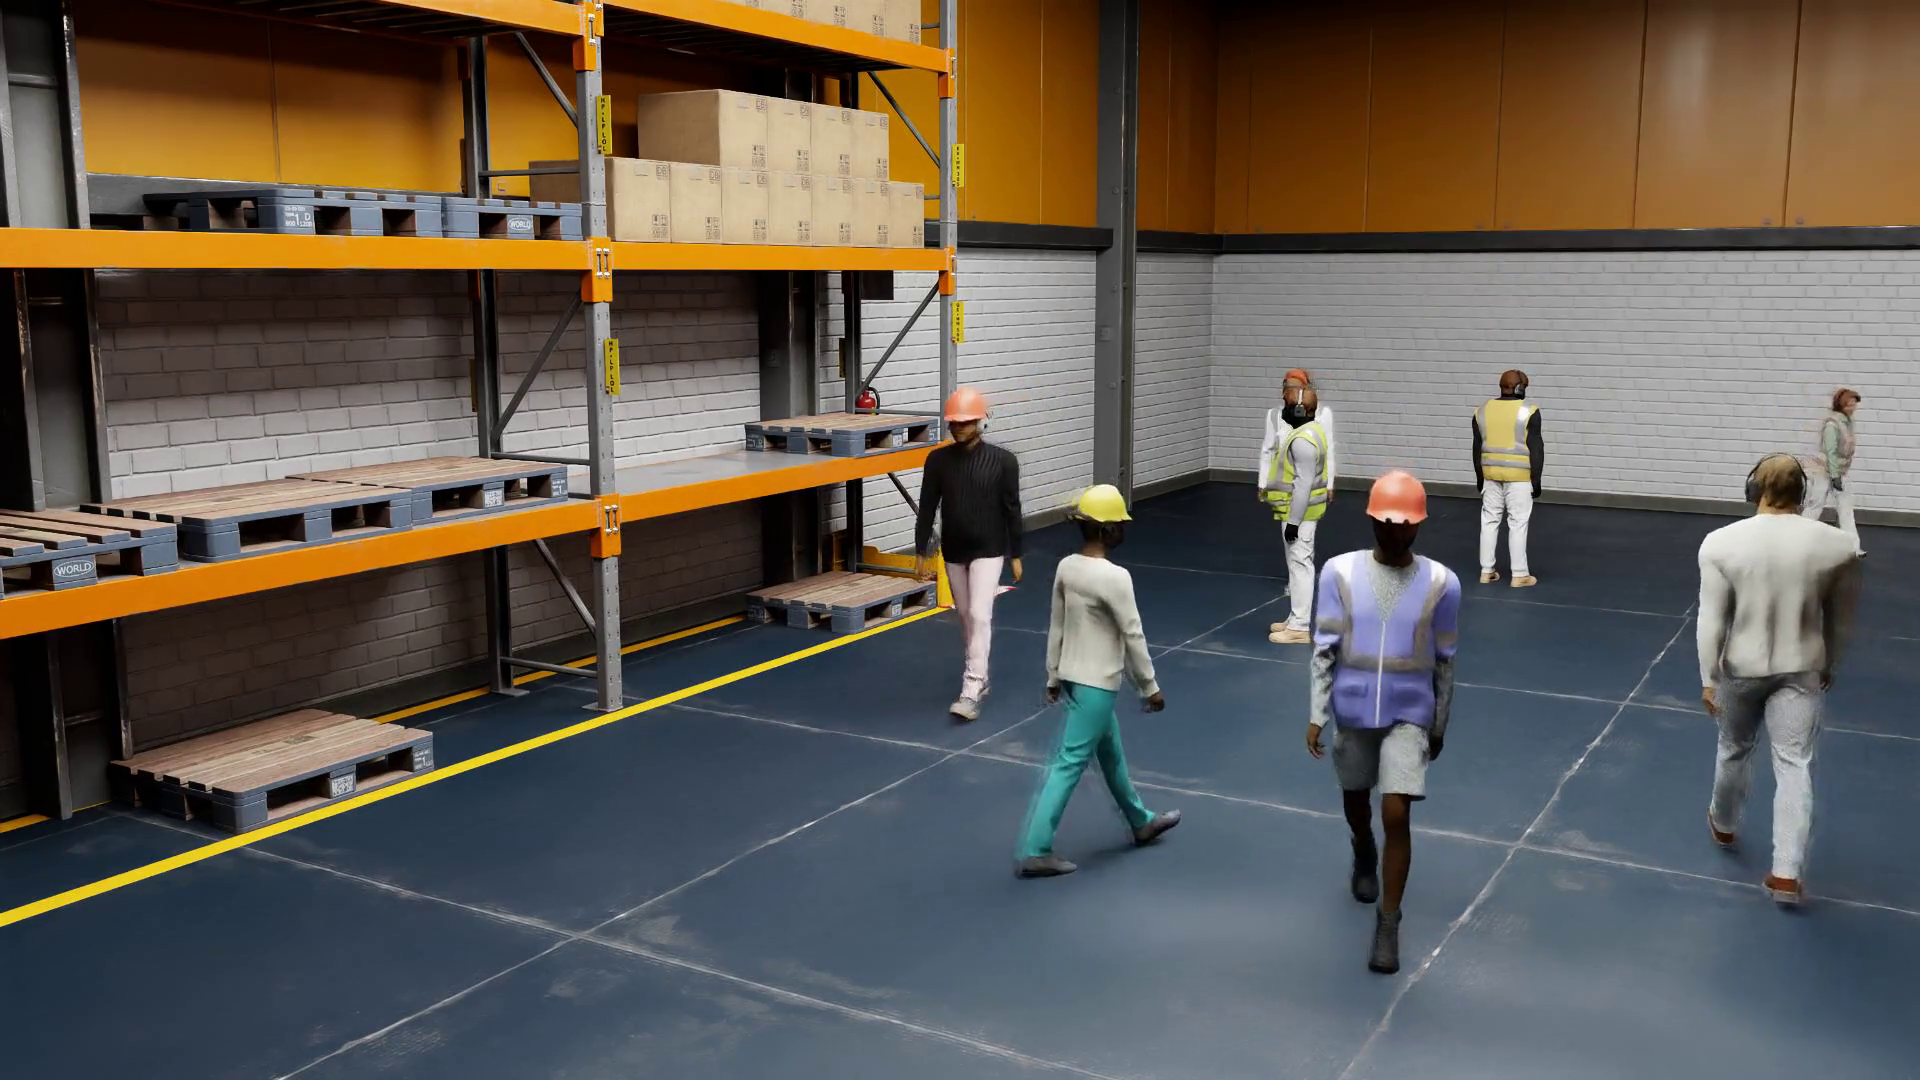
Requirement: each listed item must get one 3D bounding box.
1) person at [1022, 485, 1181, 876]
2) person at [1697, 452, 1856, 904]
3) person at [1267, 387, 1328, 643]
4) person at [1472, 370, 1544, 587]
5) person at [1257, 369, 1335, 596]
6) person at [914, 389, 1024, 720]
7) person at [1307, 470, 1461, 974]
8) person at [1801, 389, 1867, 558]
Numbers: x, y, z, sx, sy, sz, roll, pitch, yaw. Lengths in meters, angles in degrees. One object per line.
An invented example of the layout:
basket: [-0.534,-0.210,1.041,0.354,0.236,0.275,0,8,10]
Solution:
person: [0.641,0.616,7.391,0.916,1.720,0.530,-4,10,-23]
person: [3.520,0.560,7.247,0.635,1.885,1.068,3,10,17]
person: [2.420,-0.180,11.970,0.429,1.844,0.627,2,9,14]
person: [4.665,-0.523,14.129,0.430,1.838,0.620,-9,13,-44]
person: [2.711,-0.460,13.628,0.615,1.862,0.675,7,11,36]
person: [0.015,0.082,9.978,0.655,1.947,0.959,4,10,24]
person: [1.686,0.651,6.616,0.546,1.904,0.930,3,10,20]
person: [8.154,-0.625,15.522,0.533,1.582,0.733,-6,11,-31]
